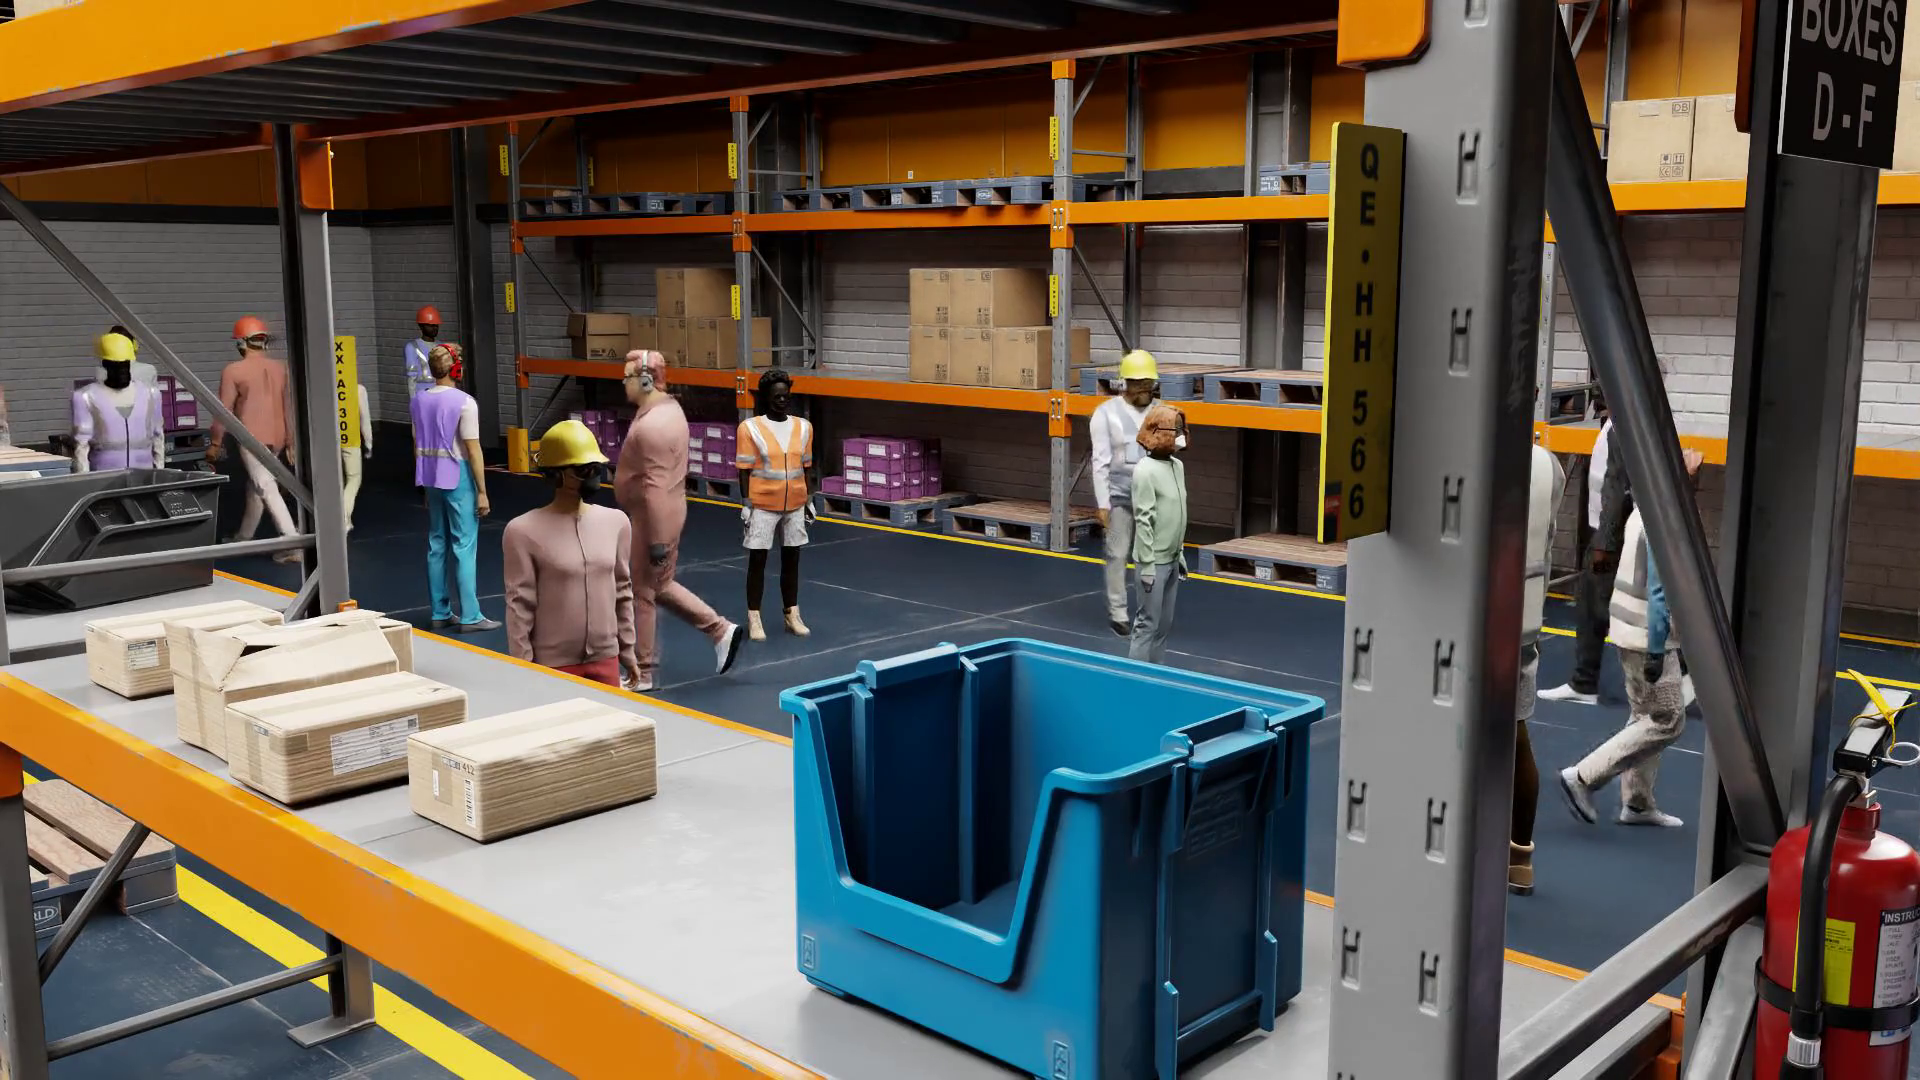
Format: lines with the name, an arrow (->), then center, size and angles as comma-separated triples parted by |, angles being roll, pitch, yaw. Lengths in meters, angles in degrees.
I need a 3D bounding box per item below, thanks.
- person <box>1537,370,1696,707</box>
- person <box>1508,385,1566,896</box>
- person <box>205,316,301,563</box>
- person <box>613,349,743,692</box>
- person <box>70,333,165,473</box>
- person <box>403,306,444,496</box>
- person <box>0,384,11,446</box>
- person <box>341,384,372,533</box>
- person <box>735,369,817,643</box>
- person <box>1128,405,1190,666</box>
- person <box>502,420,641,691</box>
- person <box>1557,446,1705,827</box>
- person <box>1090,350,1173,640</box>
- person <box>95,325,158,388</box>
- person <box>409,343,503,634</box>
person -> 3.489, -0.034, 8.654 | 0.762, 1.900, 0.593 | 4, 10, 21
person -> 1.900, 0.321, 6.037 | 0.614, 2.041, 0.393 | -8, 12, -40
person -> -5.582, -0.792, 13.192 | 1.018, 1.948, 0.623 | 4, 10, 23
person -> -1.614, -0.097, 9.068 | 0.710, 1.888, 0.653 | 0, 9, 1
person -> -5.580, -0.432, 11.133 | 0.612, 1.875, 0.988 | -8, 12, -42
person -> -5.416, -1.424, 17.060 | 0.356, 1.939, 0.543 | 5, 11, 29
person -> -6.943, -0.527, 11.635 | 0.688, 1.911, 0.605 | 6, 11, 34
person -> -5.369, -0.830, 14.404 | 0.510, 1.610, 0.685 | -1, 9, -7
person -> -1.142, -0.216, 10.385 | 0.531, 1.698, 0.320 | -5, 11, -30
person -> 1.030, 0.122, 8.511 | 0.285, 1.633, 0.500 | 5, 10, 28
person -> -1.414, 0.444, 6.124 | 0.525, 1.771, 0.310 | -9, 13, -43
person -> 2.751, 0.413, 6.774 | 0.453, 1.626, 0.531 | 1, 9, 9
person -> 1.089, -0.267, 10.335 | 0.590, 1.816, 0.473 | -3, 10, -18
person -> -6.704, -0.794, 13.423 | 0.328, 1.865, 0.520 | 7, 12, 37
person -> -3.239, -0.322, 10.570 | 0.567, 1.850, 0.389 | 5, 11, 29
